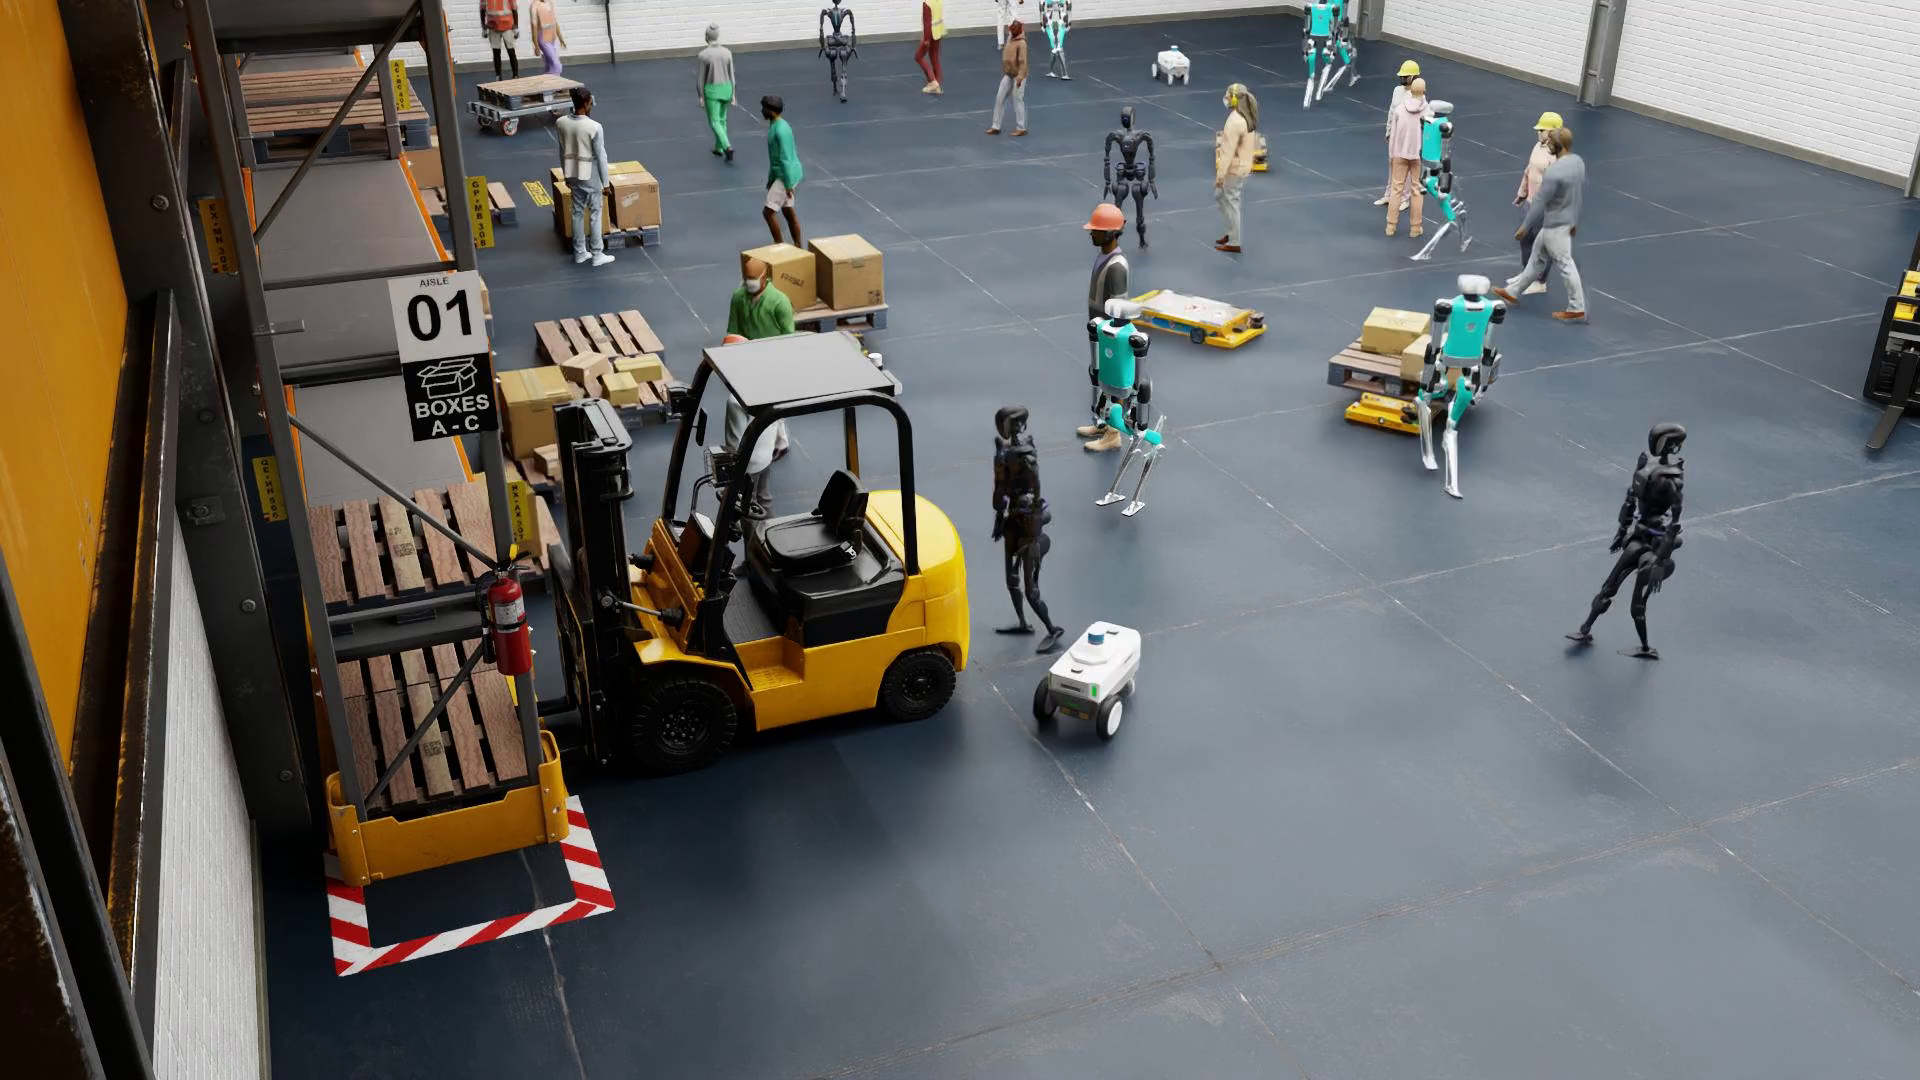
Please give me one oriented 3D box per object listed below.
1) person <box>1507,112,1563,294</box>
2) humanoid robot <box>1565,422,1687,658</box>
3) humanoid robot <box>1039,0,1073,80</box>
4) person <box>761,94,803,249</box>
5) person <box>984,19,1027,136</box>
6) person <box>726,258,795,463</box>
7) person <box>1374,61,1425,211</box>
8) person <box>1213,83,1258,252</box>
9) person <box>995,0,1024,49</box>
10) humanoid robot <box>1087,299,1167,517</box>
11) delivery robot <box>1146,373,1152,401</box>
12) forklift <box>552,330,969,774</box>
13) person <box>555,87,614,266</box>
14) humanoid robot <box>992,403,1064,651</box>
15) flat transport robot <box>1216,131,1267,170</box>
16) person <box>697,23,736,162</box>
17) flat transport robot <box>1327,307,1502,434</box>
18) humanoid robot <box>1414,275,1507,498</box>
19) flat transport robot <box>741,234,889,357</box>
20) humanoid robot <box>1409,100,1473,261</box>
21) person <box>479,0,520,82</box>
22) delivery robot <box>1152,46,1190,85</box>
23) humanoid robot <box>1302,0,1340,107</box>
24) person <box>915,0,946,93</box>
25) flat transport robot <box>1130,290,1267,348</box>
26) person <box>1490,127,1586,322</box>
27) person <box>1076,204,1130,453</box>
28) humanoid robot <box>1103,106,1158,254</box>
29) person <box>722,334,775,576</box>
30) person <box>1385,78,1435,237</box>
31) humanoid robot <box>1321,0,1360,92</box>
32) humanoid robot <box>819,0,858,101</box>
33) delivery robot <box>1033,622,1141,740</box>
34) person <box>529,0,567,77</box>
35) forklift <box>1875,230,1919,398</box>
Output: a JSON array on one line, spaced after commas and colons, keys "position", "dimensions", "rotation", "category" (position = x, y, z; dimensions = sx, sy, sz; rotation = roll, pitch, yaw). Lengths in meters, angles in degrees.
[{"position": [6.017, -3.470, 17.127], "dimensions": [0.440, 1.857, 0.793], "rotation": [-5, 27, -10], "category": "person"}, {"position": [4.235, 0.030, 10.389], "dimensions": [0.564, 1.641, 0.597], "rotation": [-3, 27, -6], "category": "humanoid robot"}, {"position": [1.562, -8.345, 26.948], "dimensions": [0.590, 1.772, 0.878], "rotation": [1, 27, 2], "category": "humanoid robot"}, {"position": [-1.991, -3.878, 17.961], "dimensions": [0.643, 1.828, 0.514], "rotation": [-5, 27, -10], "category": "person"}, {"position": [0.654, -6.464, 23.336], "dimensions": [0.633, 1.617, 0.496], "rotation": [-18, 32, -32], "category": "person"}, {"position": [-1.582, -1.331, 12.987], "dimensions": [0.525, 1.738, 0.884], "rotation": [14, 30, 26], "category": "person"}, {"position": [5.313, -4.855, 19.978], "dimensions": [0.311, 1.768, 0.522], "rotation": [-15, 30, -28], "category": "person"}, {"position": [2.986, -4.102, 18.373], "dimensions": [0.525, 1.858, 0.584], "rotation": [11, 29, 21], "category": "person"}, {"position": [0.857, -9.612, 29.310], "dimensions": [0.580, 1.882, 0.338], "rotation": [14, 30, 26], "category": "person"}, {"position": [1.297, -1.013, 12.218], "dimensions": [0.735, 1.677, 0.533], "rotation": [-23, 35, -38], "category": "humanoid robot"}, {"position": [1.433, -1.512, 14.695], "dimensions": [0.499, 0.612, 0.789], "rotation": [1, 27, 3], "category": "delivery robot"}, {"position": [-1.094, 0.010, 9.831], "dimensions": [2.313, 2.155, 1.214], "rotation": [-10, 28, -20], "category": "forklift"}, {"position": [-4.041, -3.907, 17.941], "dimensions": [0.596, 1.907, 0.410], "rotation": [12, 29, 22], "category": "person"}, {"position": [0.435, -0.100, 10.623], "dimensions": [0.420, 1.641, 0.598], "rotation": [-14, 30, -25], "category": "humanoid robot"}, {"position": [3.787, -5.250, 22.430], "dimensions": [0.659, 0.231, 1.431], "rotation": [3, 27, 7], "category": "flat transport robot"}, {"position": [-3.213, -5.946, 22.104], "dimensions": [0.514, 1.813, 0.817], "rotation": [-17, 31, -30], "category": "person"}, {"position": [3.954, -1.299, 14.572], "dimensions": [0.659, 0.231, 1.431], "rotation": [17, 31, 30], "category": "flat transport robot"}, {"position": [3.788, -1.261, 12.898], "dimensions": [0.530, 1.788, 0.839], "rotation": [0, 27, 0], "category": "humanoid robot"}, {"position": [-1.430, -2.009, 15.983], "dimensions": [0.659, 0.231, 1.431], "rotation": [-11, 29, -21], "category": "flat transport robot"}, {"position": [5.438, -3.925, 18.190], "dimensions": [0.939, 1.778, 0.545], "rotation": [-8, 28, -15], "category": "humanoid robot"}, {"position": [-7.241, -8.077, 26.175], "dimensions": [0.632, 1.956, 0.400], "rotation": [2, 27, 3], "category": "person"}, {"position": [3.460, -7.710, 27.027], "dimensions": [0.499, 0.614, 0.815], "rotation": [-5, 27, -10], "category": "delivery robot"}, {"position": [5.427, -7.384, 25.041], "dimensions": [0.535, 1.758, 0.942], "rotation": [9, 28, 17], "category": "humanoid robot"}, {"position": [-0.457, -7.857, 25.957], "dimensions": [0.448, 1.754, 0.496], "rotation": [12, 29, 22], "category": "person"}, {"position": [2.226, -2.189, 16.341], "dimensions": [1.431, 0.231, 0.659], "rotation": [20, 33, 34], "category": "flat transport robot"}, {"position": [5.834, -3.119, 16.403], "dimensions": [1.050, 1.879, 0.657], "rotation": [20, 33, 35], "category": "person"}, {"position": [1.164, -1.697, 13.391], "dimensions": [0.391, 2.044, 0.607], "rotation": [-2, 27, -3], "category": "person"}, {"position": [1.874, -3.917, 18.228], "dimensions": [0.607, 1.668, 0.454], "rotation": [6, 27, 11], "category": "humanoid robot"}, {"position": [-1.478, -0.589, 11.521], "dimensions": [0.350, 1.739, 0.568], "rotation": [8, 28, 15], "category": "person"}, {"position": [5.134, -4.340, 18.932], "dimensions": [0.520, 1.784, 0.402], "rotation": [10, 28, 18], "category": "person"}, {"position": [6.157, -7.993, 26.290], "dimensions": [0.995, 1.775, 0.530], "rotation": [-14, 30, -25], "category": "humanoid robot"}, {"position": [-1.879, -7.618, 25.628], "dimensions": [0.610, 1.628, 0.782], "rotation": [-1, 27, -1], "category": "humanoid robot"}, {"position": [0.787, 0.825, 10.048], "dimensions": [0.525, 0.614, 0.785], "rotation": [14, 30, 26], "category": "delivery robot"}, {"position": [-6.219, -7.541, 25.248], "dimensions": [0.534, 1.829, 0.563], "rotation": [5, 27, 9], "category": "person"}, {"position": [9.029, -2.397, 14.618], "dimensions": [1.214, 2.155, 2.313], "rotation": [18, 32, 32], "category": "forklift"}]
